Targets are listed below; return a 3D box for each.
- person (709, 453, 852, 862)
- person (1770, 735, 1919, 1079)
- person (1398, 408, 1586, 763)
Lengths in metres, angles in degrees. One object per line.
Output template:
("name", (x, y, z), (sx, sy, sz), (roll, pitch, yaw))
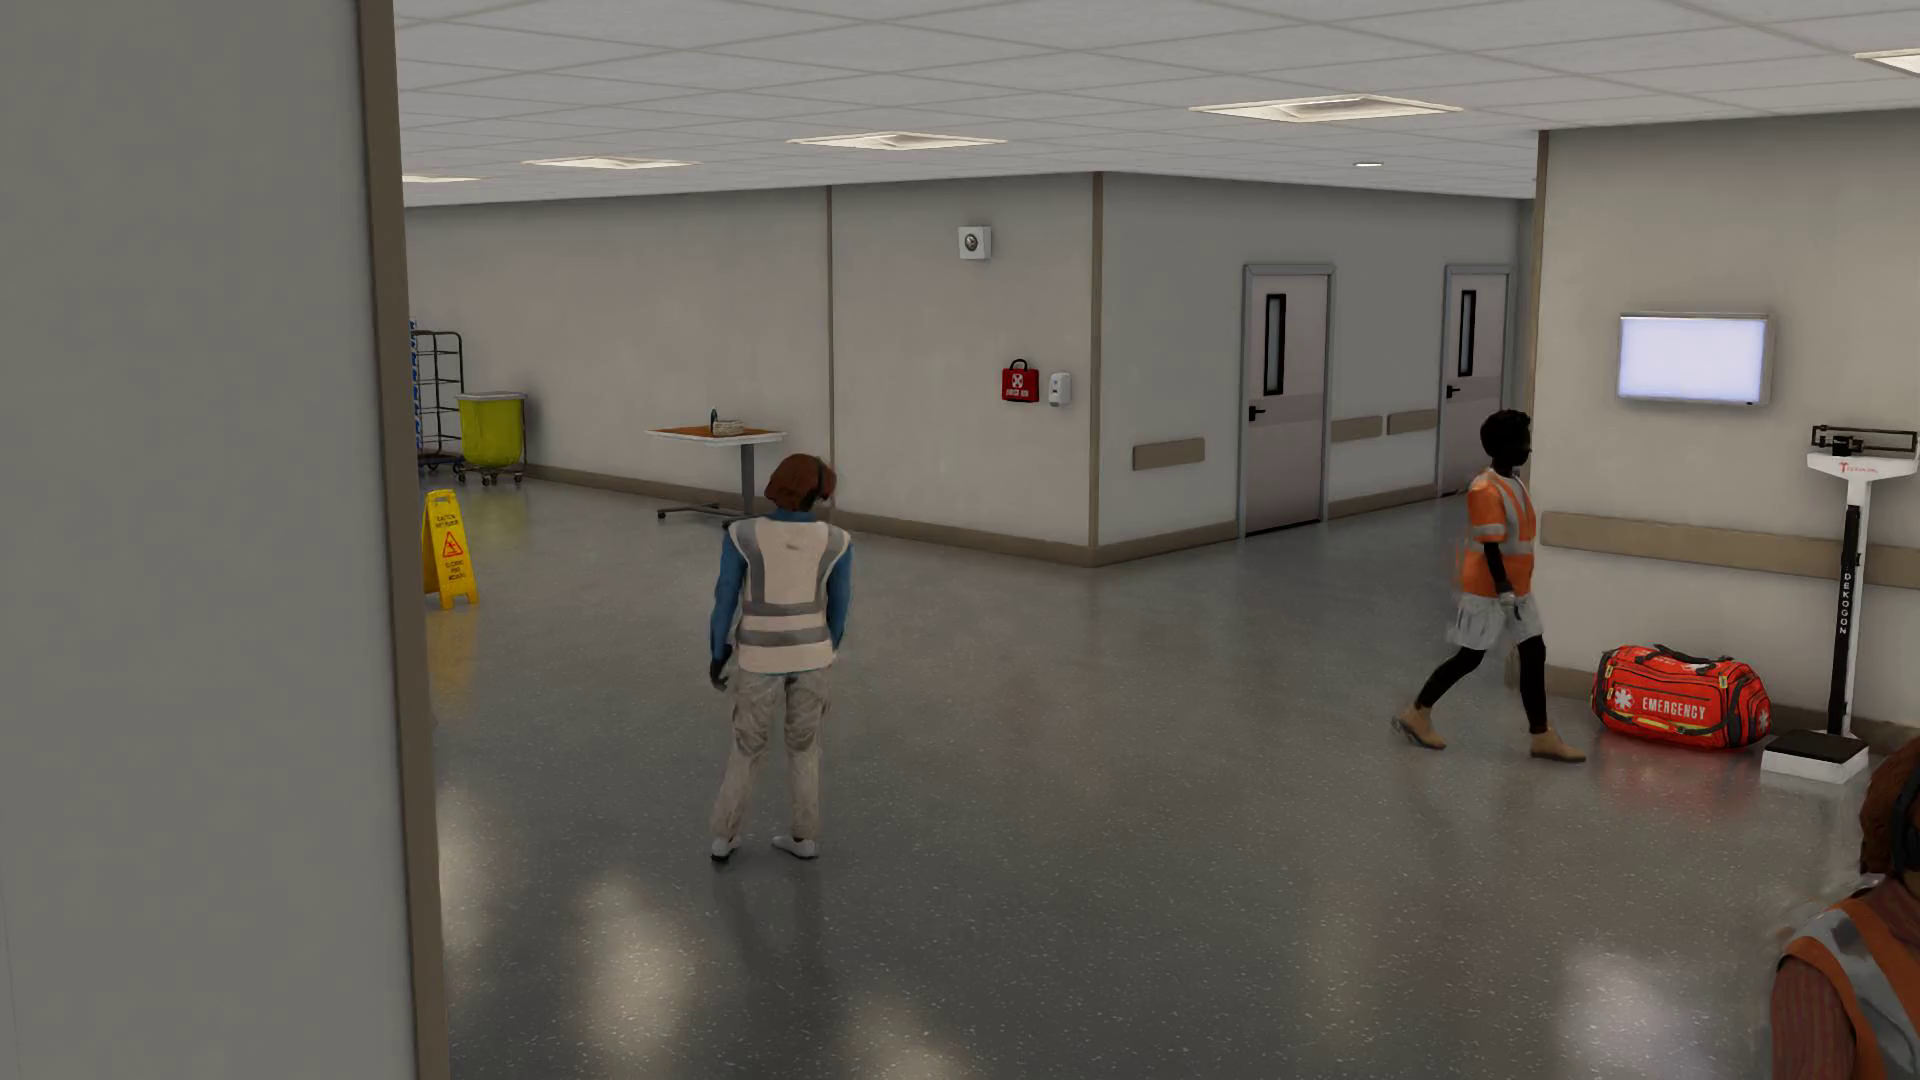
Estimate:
("person", (-0.716, 0.465, 6.390), (0.596, 1.607, 0.420), (-3, 10, -18))
("person", (1.445, 1.083, 2.528), (0.542, 1.620, 0.378), (-3, 10, -19))
("person", (2.498, 0.205, 7.808), (0.823, 1.659, 0.529), (8, 12, 40))
